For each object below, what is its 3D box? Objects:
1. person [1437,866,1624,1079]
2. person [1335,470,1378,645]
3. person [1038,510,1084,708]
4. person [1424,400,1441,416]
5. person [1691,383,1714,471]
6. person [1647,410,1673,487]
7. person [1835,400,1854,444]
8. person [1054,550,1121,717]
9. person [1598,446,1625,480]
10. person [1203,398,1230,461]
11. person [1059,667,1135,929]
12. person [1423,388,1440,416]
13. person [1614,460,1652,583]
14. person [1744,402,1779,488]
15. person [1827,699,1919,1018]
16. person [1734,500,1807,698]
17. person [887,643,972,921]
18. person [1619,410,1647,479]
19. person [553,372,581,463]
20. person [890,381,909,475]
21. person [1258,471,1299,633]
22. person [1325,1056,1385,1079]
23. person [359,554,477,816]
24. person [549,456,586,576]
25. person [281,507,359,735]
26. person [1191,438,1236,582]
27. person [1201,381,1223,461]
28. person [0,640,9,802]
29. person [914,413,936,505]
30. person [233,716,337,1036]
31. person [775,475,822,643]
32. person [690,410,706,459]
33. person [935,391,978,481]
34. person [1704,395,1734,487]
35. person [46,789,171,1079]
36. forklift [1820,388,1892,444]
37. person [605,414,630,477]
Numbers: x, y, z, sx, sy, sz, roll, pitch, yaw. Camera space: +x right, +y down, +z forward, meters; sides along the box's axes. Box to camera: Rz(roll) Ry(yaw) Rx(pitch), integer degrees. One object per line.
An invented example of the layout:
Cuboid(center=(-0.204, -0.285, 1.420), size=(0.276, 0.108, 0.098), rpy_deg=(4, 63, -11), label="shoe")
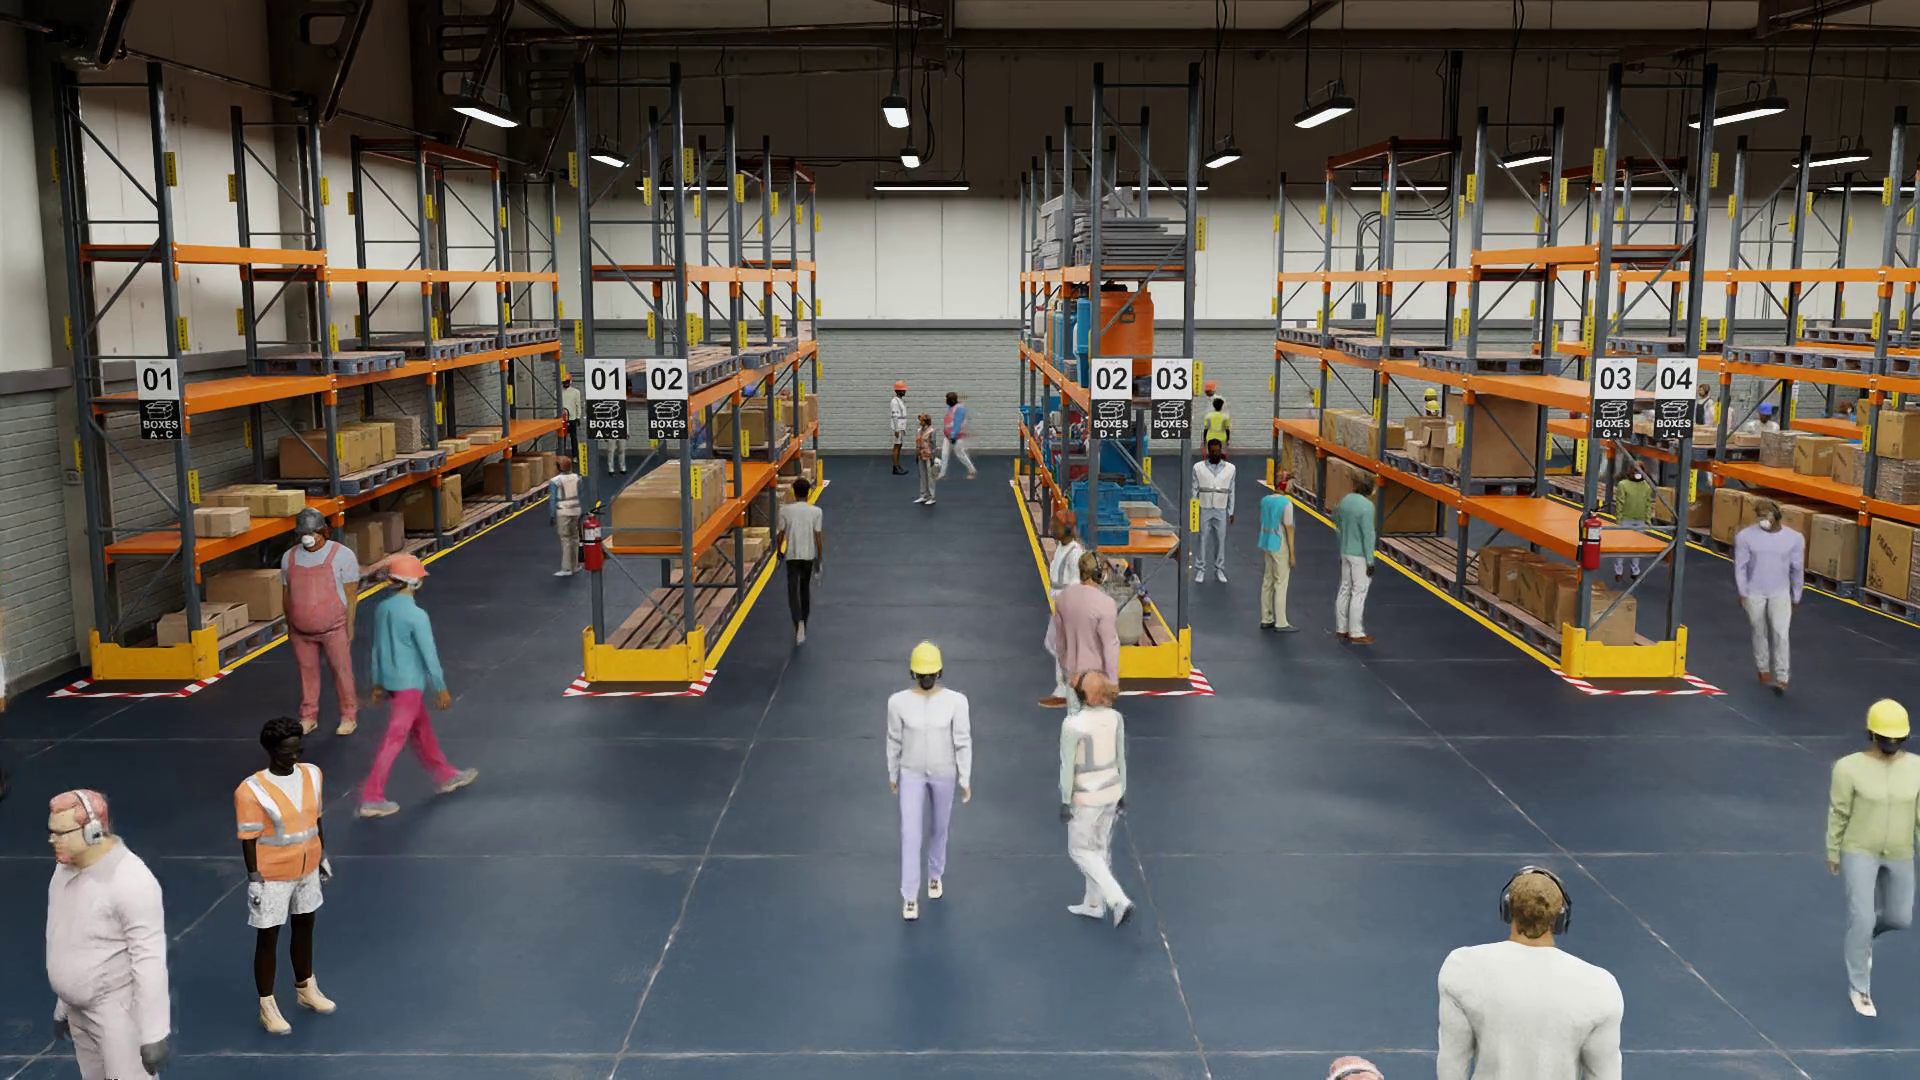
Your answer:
Cuboid(center=(2.022, 2.101, 5.959), size=(0.632, 1.940, 0.372), rpy_deg=(4, 10, 23), label="person")
Cuboid(center=(4.364, 0.198, 18.301), size=(0.349, 1.928, 0.677), rpy_deg=(-3, 9, -16), label="person")
Cuboid(center=(1.017, 0.644, 15.535), size=(0.519, 1.872, 0.596), rpy_deg=(-1, 9, -9), label="person")
Cuboid(center=(8.540, -1.619, 30.226), size=(0.403, 1.831, 0.595), rpy_deg=(-2, 9, -12), label="person")
Cuboid(center=(15.658, -2.377, 35.064), size=(0.341, 1.846, 0.507), rpy_deg=(0, 9, -3), label="person")
Cuboid(center=(13.380, -1.895, 31.682), size=(0.632, 1.927, 0.443), rpy_deg=(1, 9, 4), label="person")
Cuboid(center=(17.769, -2.009, 33.438), size=(0.519, 1.612, 0.354), rpy_deg=(-5, 10, -30), label="person")
Cuboid(center=(0.998, 1.032, 12.828), size=(0.361, 1.939, 0.635), rpy_deg=(-7, 11, -39), label="person")
Cuboid(center=(13.050, -2.109, 33.486), size=(0.882, 1.802, 0.681), rpy_deg=(0, 9, 3), label="person")
Cuboid(center=(5.090, -1.975, 32.987), size=(0.545, 1.683, 0.375), rpy_deg=(3, 9, 16), label="person")
Cuboid(center=(0.877, 1.597, 10.183), size=(0.534, 1.622, 0.553), rpy_deg=(-9, 12, -44), label="person")
Cuboid(center=(9.894, -2.328, 35.084), size=(0.302, 1.741, 0.484), rpy_deg=(-4, 10, -23), label="person")
Cuboid(center=(8.921, -0.246, 22.031), size=(0.499, 1.633, 0.278), rpy_deg=(-1, 9, -5), label="person")
Cuboid(center=(13.802, -1.431, 28.724), size=(0.639, 1.925, 0.657), rpy_deg=(1, 9, 6), label="person")
Cuboid(center=(5.036, 1.694, 9.176), size=(0.529, 1.745, 0.587), rpy_deg=(1, 9, 8), label="person")
Cuboid(center=(7.827, 0.550, 16.136), size=(0.629, 1.871, 1.025), rpy_deg=(5, 10, 29), label="person")
Cuboid(center=(-0.191, 1.505, 10.465), size=(0.538, 1.728, 0.871), rpy_deg=(0, 9, -2), label="person")
Cuboid(center=(13.383, -1.948, 33.121), size=(0.515, 1.588, 0.845), rpy_deg=(3, 9, 16), label="person")
Cuboid(center=(-8.656, -2.691, 36.610), size=(0.619, 1.994, 0.390), rpy_deg=(0, 9, -1), label="person")
Cuboid(center=(-1.245, -2.320, 34.402), size=(0.358, 1.938, 0.542), rpy_deg=(2, 9, 11), label="person")
Cuboid(center=(3.609, 0.134, 18.930), size=(0.388, 1.837, 0.564), rpy_deg=(-4, 10, -24), label="person")
Cuboid(center=(1.066, 2.338, 4.677), size=(0.664, 1.854, 0.998), rpy_deg=(0, 9, 1), label="person")
Cuboid(center=(-4.168, 1.072, 12.596), size=(0.643, 1.935, 1.072), rpy_deg=(8, 12, 41), label="person")
Cuboid(center=(-5.341, -0.325, 22.600), size=(0.376, 1.617, 0.592), rpy_deg=(9, 12, 44), label="person")
Cuboid(center=(-5.640, 0.707, 14.596), size=(0.676, 2.000, 0.536), rpy_deg=(0, 9, 1), label="person")
Cuboid(center=(3.355, -0.394, 22.071), size=(0.592, 1.919, 0.392), rpy_deg=(0, 9, -1), label="person")
Cuboid(center=(5.101, -2.287, 34.126), size=(0.803, 1.950, 0.610), rpy_deg=(0, 9, -1), label="person")
Cuboid(center=(-7.407, 1.132, 12.369), size=(0.562, 1.879, 0.427), rpy_deg=(0, 9, 1), label="person")
Cuboid(center=(-0.613, -1.454, 29.790), size=(0.311, 1.636, 0.522), rpy_deg=(-7, 11, -37), label="person")
Cuboid(center=(-3.599, 1.766, 8.893), size=(0.319, 1.695, 0.532), rpy_deg=(5, 10, 29), label="person")
Cuboid(center=(-1.767, 0.212, 18.424), size=(0.527, 1.844, 0.809), rpy_deg=(-2, 9, -16), label="person")
Cuboid(center=(-5.308, -2.161, 33.509), size=(0.535, 1.897, 0.587), rpy_deg=(-1, 9, -5), label="person")
Cuboid(center=(-0.080, -2.075, 33.256), size=(0.889, 1.809, 0.624), rpy_deg=(-5, 10, -29), label="person")
Cuboid(center=(14.823, -1.948, 32.492), size=(0.676, 1.816, 0.573), rpy_deg=(-2, 9, -15), label="person")
Cuboid(center=(-3.588, 1.969, 6.981), size=(0.704, 1.897, 0.398), rpy_deg=(7, 11, 36), label="person")
Cuboid(center=(20.072, -3.110, 36.462), size=(1.873, 2.768, 1.129), rpy_deg=(0, 9, 0), label="forklift")
Cuboid(center=(-7.036, -2.203, 34.042), size=(0.598, 1.820, 0.405), rpy_deg=(-8, 12, -42), label="person")
